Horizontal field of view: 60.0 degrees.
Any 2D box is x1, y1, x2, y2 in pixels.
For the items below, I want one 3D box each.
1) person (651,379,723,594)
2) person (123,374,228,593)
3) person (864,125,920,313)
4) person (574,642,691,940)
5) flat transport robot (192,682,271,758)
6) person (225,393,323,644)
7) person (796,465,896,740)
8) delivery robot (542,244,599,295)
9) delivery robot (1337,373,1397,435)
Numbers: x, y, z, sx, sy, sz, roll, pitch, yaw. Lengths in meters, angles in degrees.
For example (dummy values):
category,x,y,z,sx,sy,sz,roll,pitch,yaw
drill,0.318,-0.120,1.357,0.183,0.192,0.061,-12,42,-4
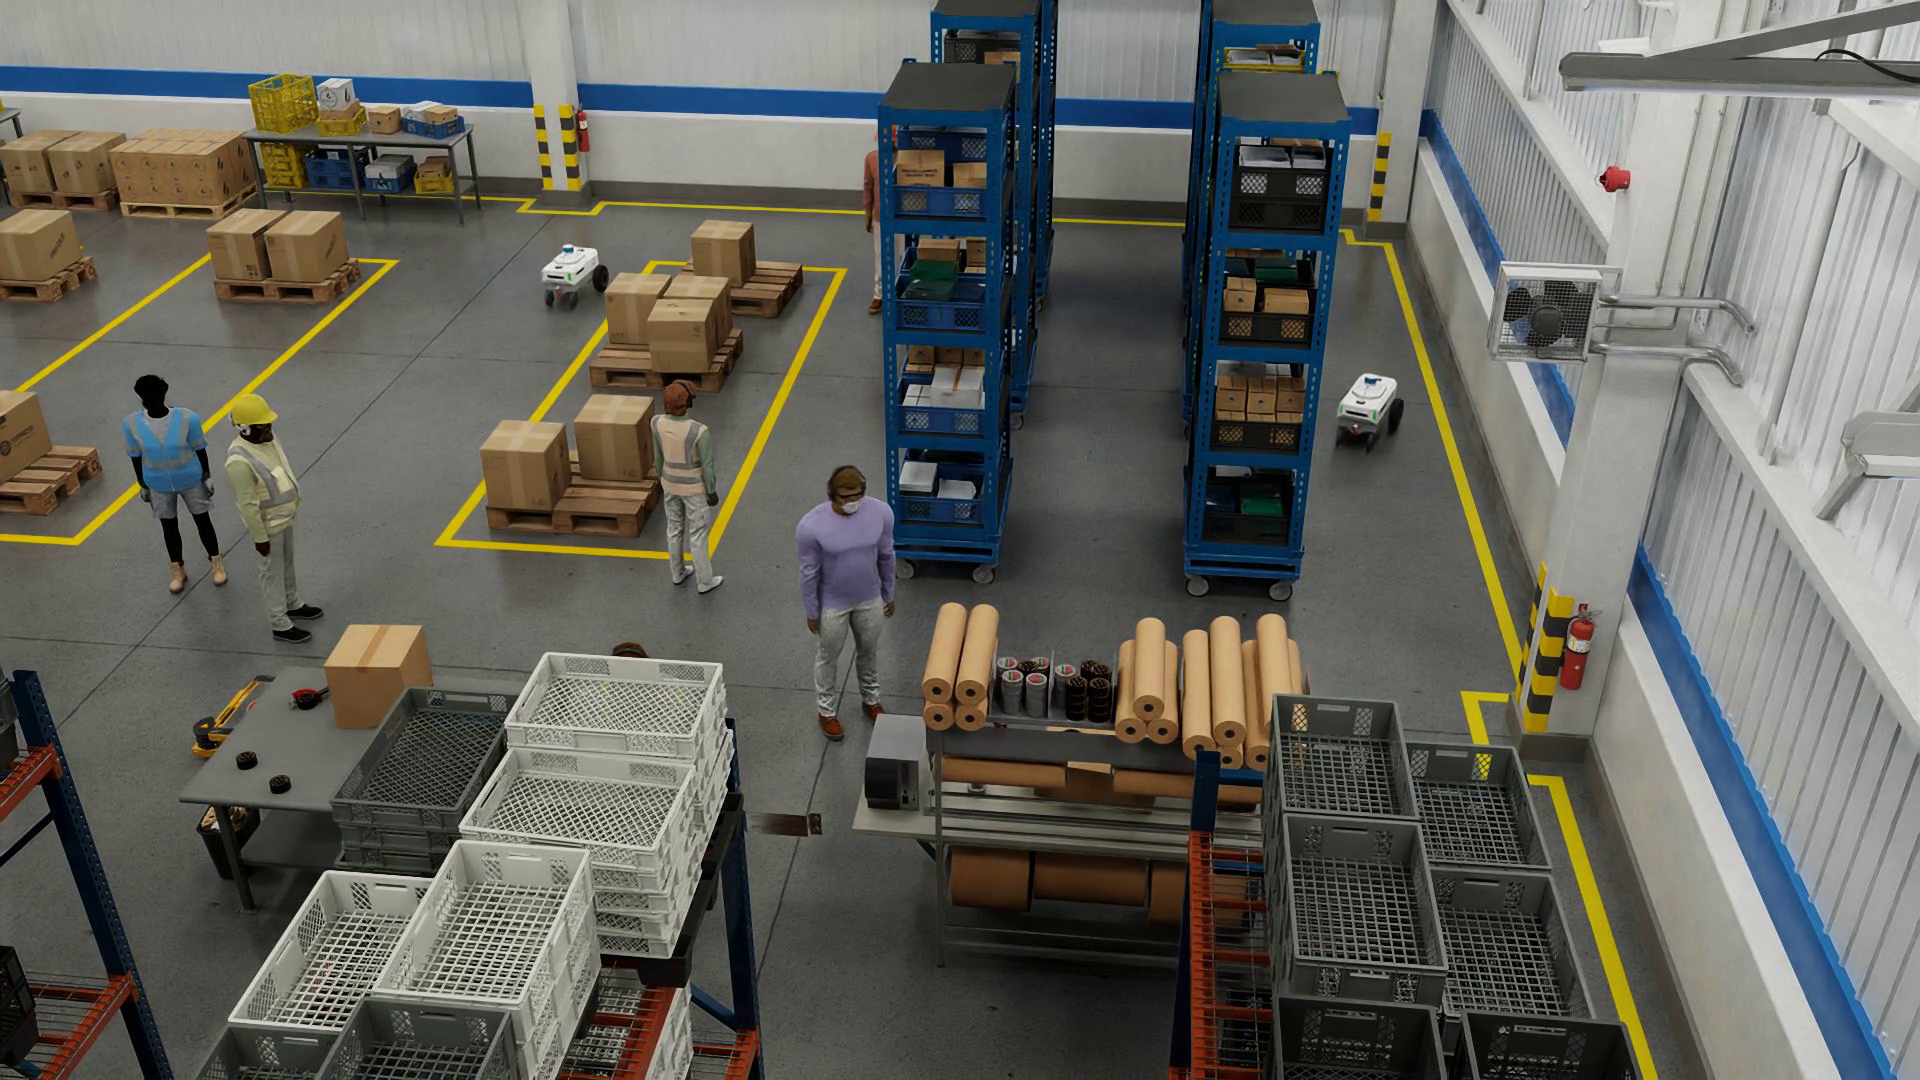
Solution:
category,x,y,z,sx,sy,sz,roll,pitch,yaw
person,-1.968,-0.377,11.951,0.514,1.634,0.313,16,34,25
person,-5.641,-0.418,11.959,0.533,1.693,0.319,-9,31,-15
person,-0.658,-3.185,16.420,0.612,1.991,0.392,8,31,14
person,-1.688,1.325,8.827,0.622,1.838,0.429,-8,31,-14
flat transport robot,-4.089,1.163,10.648,1.431,0.197,0.652,3,30,6
person,-4.706,-0.167,11.392,0.403,1.831,0.597,-1,30,-2
person,-0.692,0.371,10.379,0.625,1.930,0.379,-12,32,-20
delivery robot,-3.993,-2.788,17.059,0.477,0.478,0.707,7,30,12
delivery robot,3.512,-1.193,14.326,0.477,0.478,0.707,15,33,23
